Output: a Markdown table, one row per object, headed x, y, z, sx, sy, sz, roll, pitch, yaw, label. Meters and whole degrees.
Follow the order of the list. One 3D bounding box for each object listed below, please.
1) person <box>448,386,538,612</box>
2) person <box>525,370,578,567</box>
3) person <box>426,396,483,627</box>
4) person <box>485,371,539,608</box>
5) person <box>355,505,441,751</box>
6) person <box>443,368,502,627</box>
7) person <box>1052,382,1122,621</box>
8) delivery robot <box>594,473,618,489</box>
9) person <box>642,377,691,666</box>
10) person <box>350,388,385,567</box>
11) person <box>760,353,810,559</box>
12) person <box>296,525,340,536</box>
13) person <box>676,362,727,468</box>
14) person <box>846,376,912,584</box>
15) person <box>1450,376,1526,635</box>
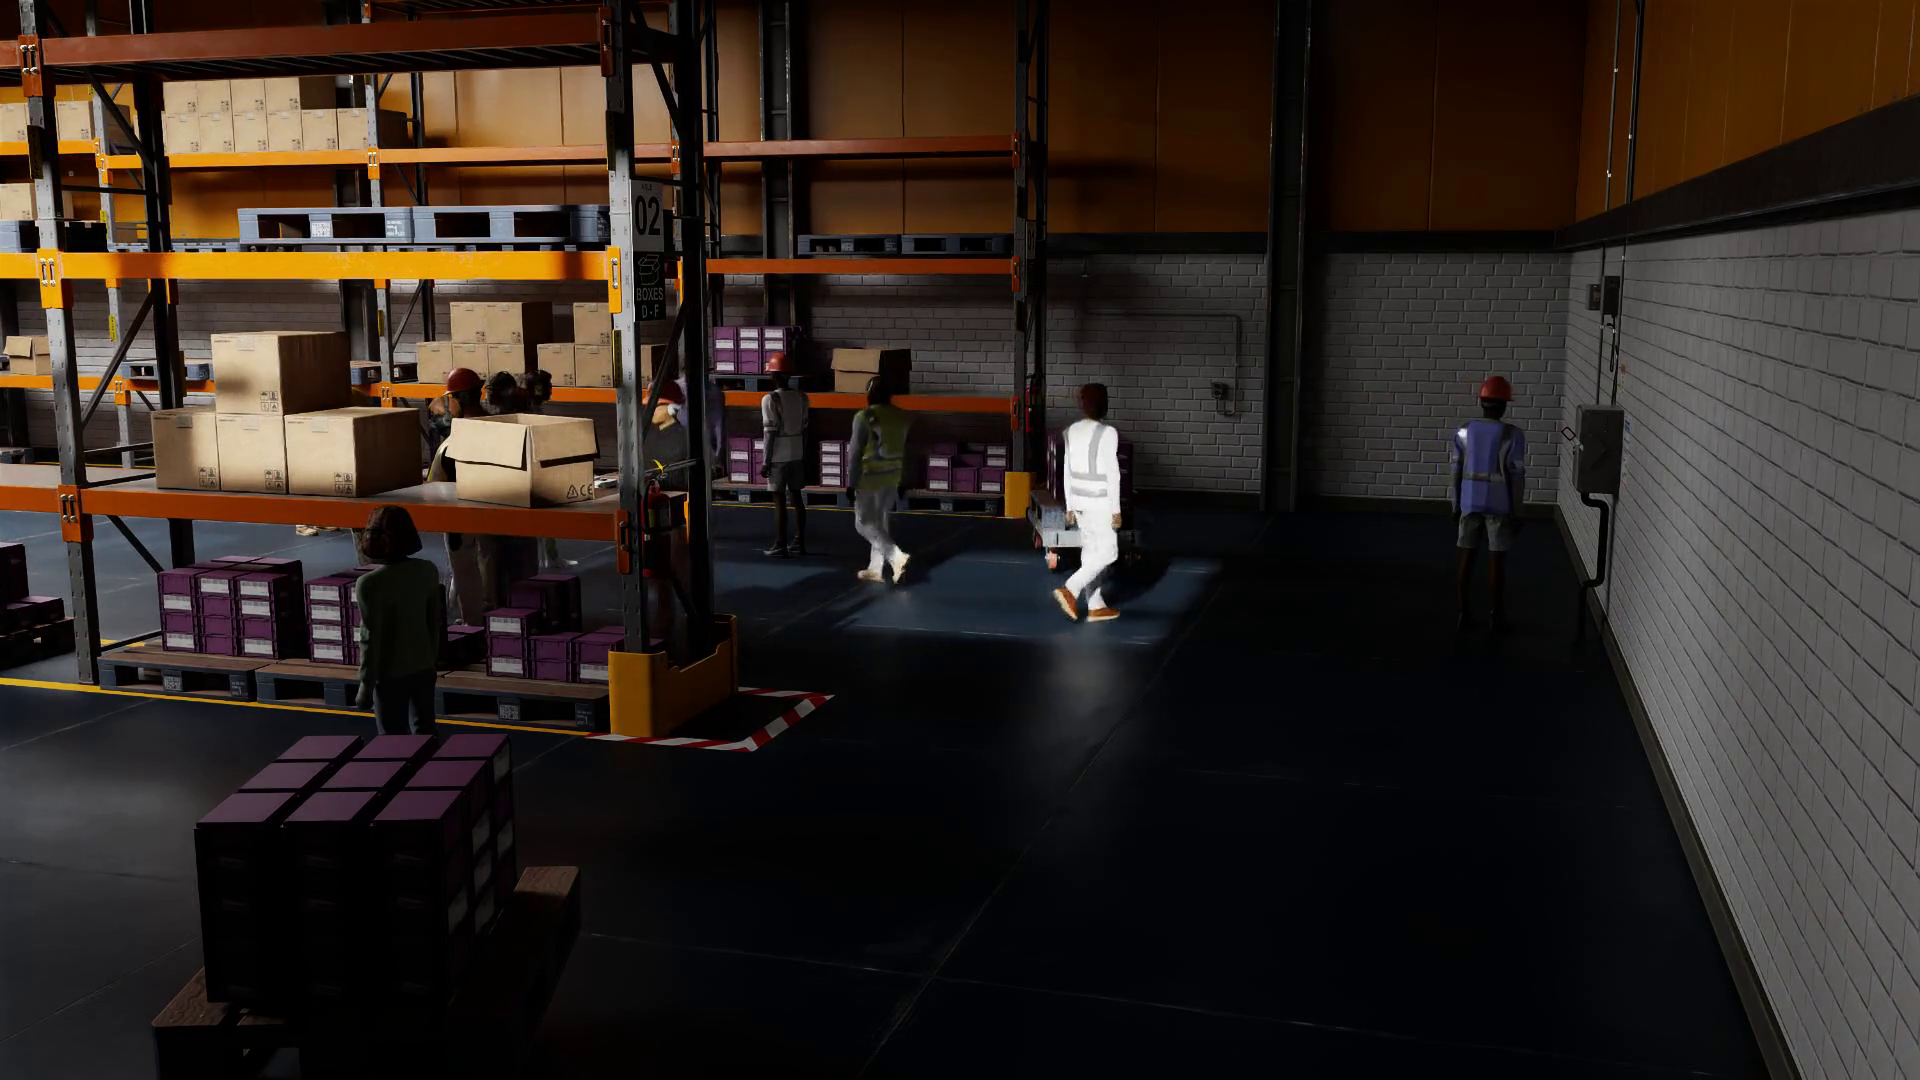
| x | y | z | sx | sy | sz | roll | pitch | yaw | label |
| --- | --- | --- | --- | --- | --- | --- | --- | --- | --- |
| -3.545 | -0.261 | 12.741 | 0.859 | 1.861 | 0.665 | 7 | 11 | 35 | person |
| -3.981 | -0.623 | 15.057 | 0.876 | 1.834 | 0.507 | -4 | 10 | -25 | person |
| -3.616 | -0.121 | 11.952 | 0.430 | 1.835 | 0.622 | -3 | 10 | -15 | person |
| -3.541 | -0.351 | 13.012 | 0.372 | 1.940 | 0.630 | 4 | 10 | 22 | person |
| -2.653 | 0.643 | 7.872 | 0.280 | 1.636 | 0.500 | 4 | 10 | 24 | person |
| -3.701 | -0.318 | 12.671 | 0.390 | 1.986 | 0.609 | 0 | 9 | -1 | person |
| 0.982 | -0.270 | 12.730 | 0.623 | 1.869 | 0.591 | -6 | 11 | -33 | person |
| -4.114 | -0.569 | 18.264 | 0.707 | 0.478 | 0.477 | 5 | 10 | 27 | delivery robot |
| -2.021 | -0.137 | 11.536 | 0.384 | 1.993 | 0.615 | -9 | 13 | -43 | person |
| -4.618 | -0.264 | 12.817 | 0.404 | 1.826 | 0.600 | -2 | 9 | -11 | person |
| -1.670 | -0.793 | 15.710 | 0.354 | 1.939 | 0.544 | 8 | 12 | 40 | person |
| -6.665 | -0.969 | 17.077 | 0.429 | 1.844 | 0.625 | 3 | 10 | 20 | person |
| -2.631 | -0.905 | 16.510 | 0.659 | 1.897 | 0.731 | 1 | 9 | 8 | person |
| -0.669 | -0.502 | 14.295 | 0.693 | 1.820 | 0.639 | 8 | 12 | 41 | person |
| 3.963 | -0.261 | 12.474 | 0.551 | 1.932 | 0.378 | 7 | 12 | 38 | person |
